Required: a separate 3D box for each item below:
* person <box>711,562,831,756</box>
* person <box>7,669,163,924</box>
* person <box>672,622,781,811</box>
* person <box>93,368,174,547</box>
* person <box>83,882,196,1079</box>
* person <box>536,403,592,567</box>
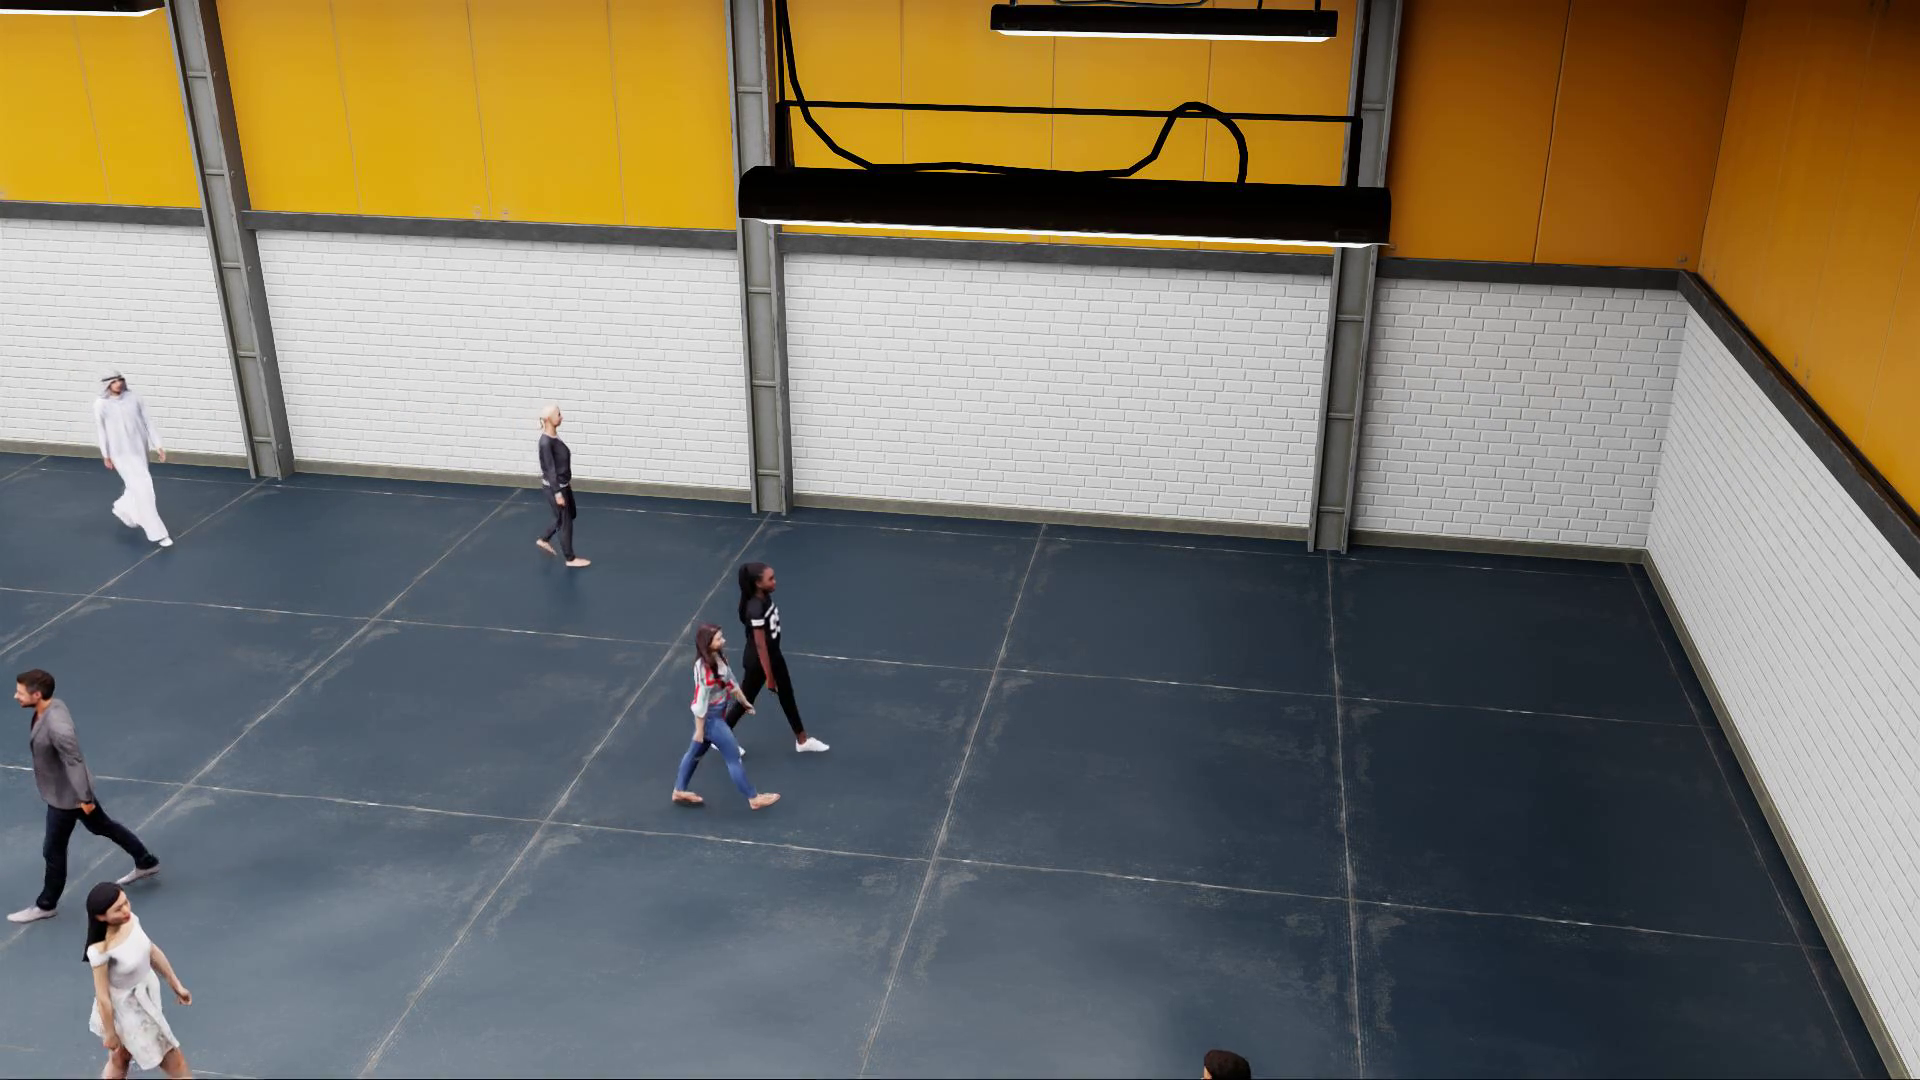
[{"bbox_3d":[-1.653,0.993,13.193,1.201,1.683,0.706,2,24,4],"label":"person"},{"bbox_3d":[-6.011,1.699,11.398,1.305,1.827,1.195,-14,27,-28],"label":"person"},{"bbox_3d":[-1.956,1.350,12.528,1.114,1.562,0.725,0,24,-1],"label":"person"},{"bbox_3d":[-8.657,-0.895,17.252,1.357,1.891,1.043,15,28,30],"label":"person"},{"bbox_3d":[-4.699,2.671,9.299,1.214,1.727,0.760,0,24,0],"label":"person"},{"bbox_3d":[-4.093,-0.556,16.689,0.854,1.721,0.719,-1,24,-3],"label":"person"}]
